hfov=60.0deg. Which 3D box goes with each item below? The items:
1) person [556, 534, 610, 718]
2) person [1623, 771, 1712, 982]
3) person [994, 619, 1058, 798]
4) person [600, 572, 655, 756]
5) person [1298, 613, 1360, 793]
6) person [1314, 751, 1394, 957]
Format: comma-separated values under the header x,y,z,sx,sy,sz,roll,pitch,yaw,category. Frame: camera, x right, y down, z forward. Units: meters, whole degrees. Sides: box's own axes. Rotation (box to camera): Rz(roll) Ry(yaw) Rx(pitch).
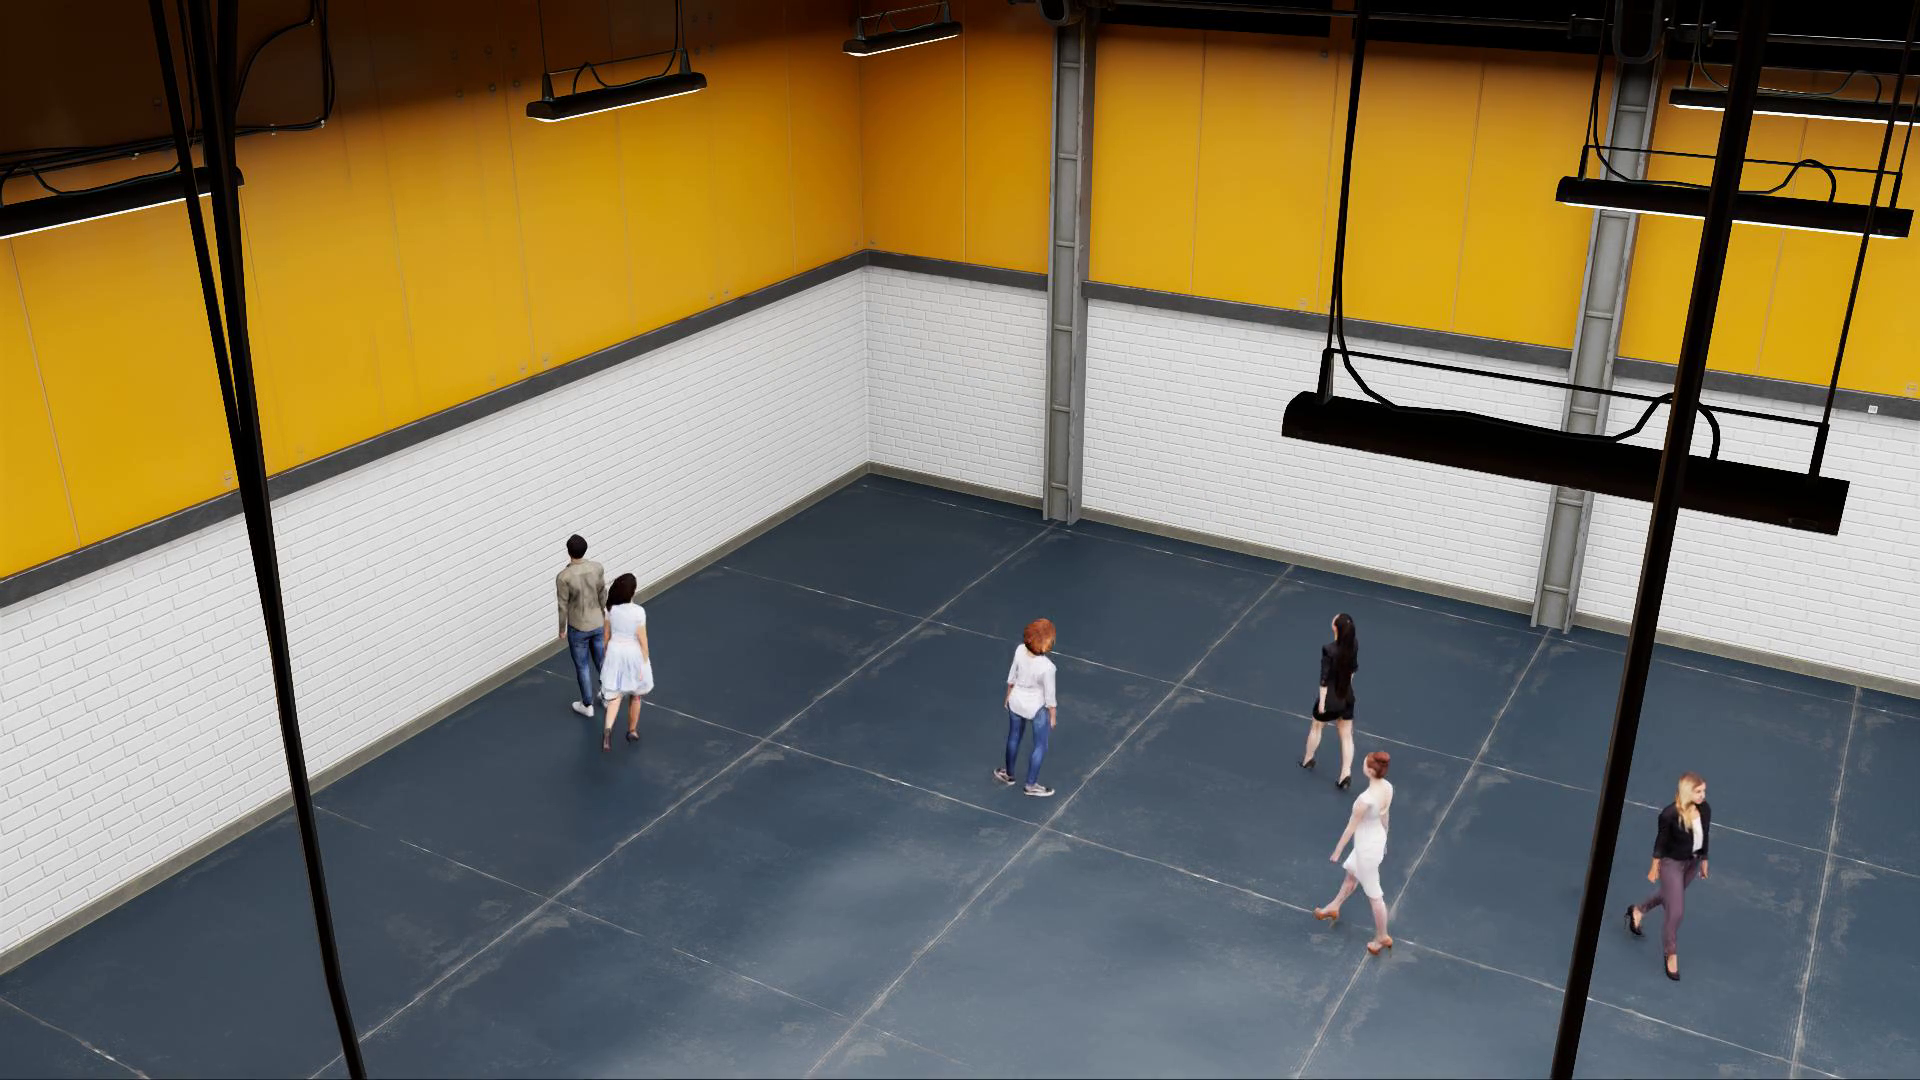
x,y,z,sx,sy,sz,roll,pitch,yaw,category
-3.628,0.824,16.108,0.768,1.864,0.691,-20,31,-38,person
5.391,2.449,12.649,0.906,1.657,1.018,-10,25,-21,person
0.561,1.466,14.864,0.636,1.684,0.923,14,27,28,person
-3.104,1.201,15.342,1.038,1.786,0.895,4,24,9,person
3.420,1.480,14.854,0.865,1.666,0.975,-12,26,-25,person
3.175,2.417,12.586,0.986,1.767,0.728,20,30,38,person
